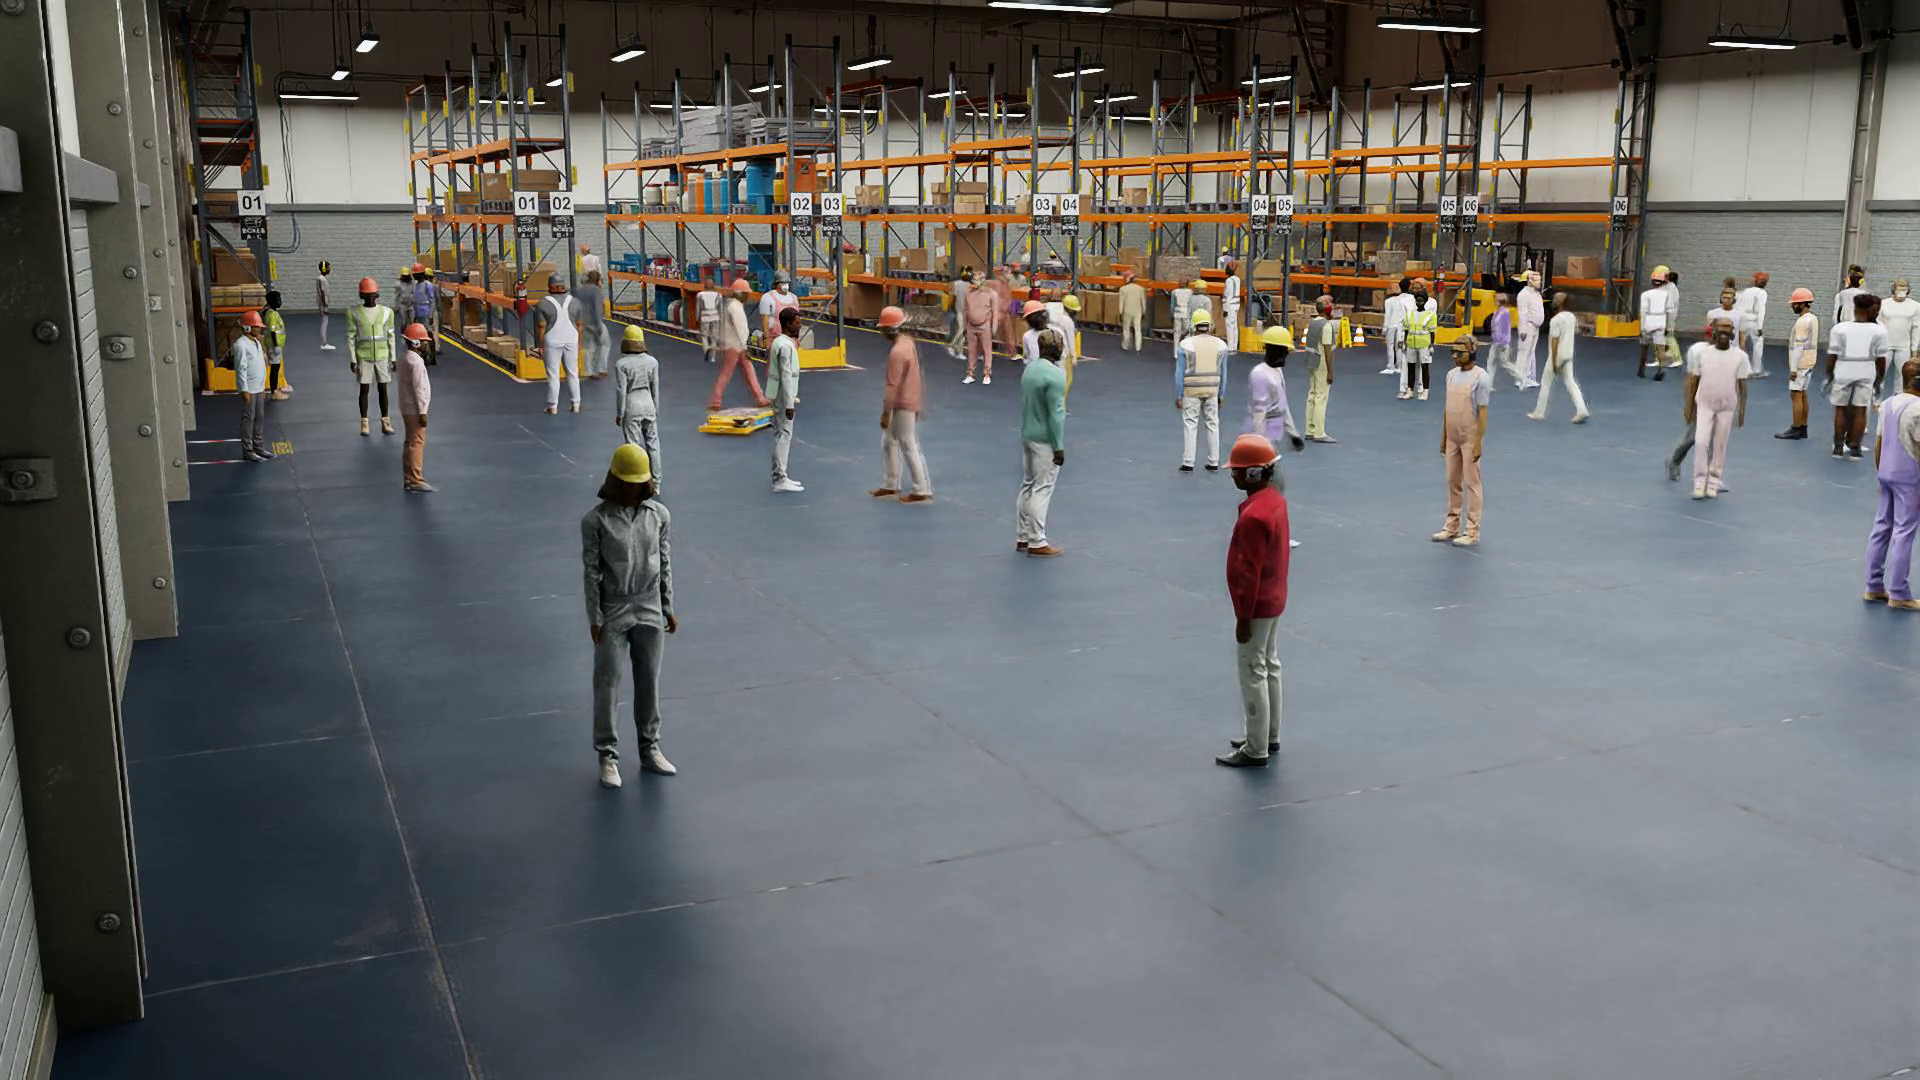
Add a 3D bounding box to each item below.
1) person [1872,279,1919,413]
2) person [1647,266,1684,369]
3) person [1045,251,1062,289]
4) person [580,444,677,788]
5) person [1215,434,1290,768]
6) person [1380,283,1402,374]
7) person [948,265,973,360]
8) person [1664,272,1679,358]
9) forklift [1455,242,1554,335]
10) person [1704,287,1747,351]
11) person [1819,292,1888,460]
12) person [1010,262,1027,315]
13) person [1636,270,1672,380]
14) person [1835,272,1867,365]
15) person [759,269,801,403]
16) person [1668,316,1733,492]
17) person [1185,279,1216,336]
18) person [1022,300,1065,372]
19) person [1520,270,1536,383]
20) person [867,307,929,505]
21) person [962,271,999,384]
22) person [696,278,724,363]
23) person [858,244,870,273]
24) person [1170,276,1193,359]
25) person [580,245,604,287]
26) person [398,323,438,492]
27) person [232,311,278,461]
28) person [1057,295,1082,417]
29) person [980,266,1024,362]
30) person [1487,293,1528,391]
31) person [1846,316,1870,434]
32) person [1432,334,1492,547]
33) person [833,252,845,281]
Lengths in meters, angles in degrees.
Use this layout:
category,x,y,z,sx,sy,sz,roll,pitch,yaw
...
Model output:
category,x,y,z,sx,sy,sz,roll,pitch,yaw
person,13.464,-2.785,23.964,0.628,1.933,0.367,4,12,19
person,13.197,-4.153,31.002,0.572,1.898,0.766,0,11,-1
person,2.761,-7.686,49.291,0.524,1.770,0.315,3,12,17
person,-1.656,0.373,8.416,0.484,1.735,0.309,-8,14,-36
person,1.523,0.314,8.697,0.354,1.743,0.572,5,12,23
person,7.778,-3.803,29.894,0.507,1.631,0.266,-8,14,-35
person,0.048,-4.474,32.759,0.403,1.846,0.559,10,15,42
person,14.192,-4.507,33.310,0.321,1.697,0.535,0,11,-2
forklift,13.047,-6.049,39.881,2.313,2.155,1.214,-5,12,-23
person,10.677,-2.603,23.260,0.517,1.843,0.325,6,13,28
person,10.444,-1.909,19.452,0.663,1.965,0.395,5,12,23
person,1.332,-5.822,40.001,0.572,1.699,0.919,-3,12,-17
person,12.053,-3.716,28.821,0.551,1.901,0.988,1,11,5
person,15.514,-3.727,28.945,0.335,1.860,0.508,-7,13,-31
person,-2.660,-3.067,25.118,0.673,2.000,0.535,-10,15,-42
person,7.843,-1.450,17.486,0.577,1.822,0.853,-1,11,-6
person,4.254,-3.808,29.731,0.868,1.701,0.487,-10,15,-42
person,0.972,-1.824,19.213,0.585,1.880,0.710,5,12,24
person,9.550,-3.563,27.957,0.378,1.917,0.584,3,12,17
person,-0.675,-1.310,16.391,0.818,1.956,0.630,2,11,9
person,0.322,-3.578,28.069,0.639,1.904,0.402,5,12,24
person,-4.813,-4.219,32.006,0.546,1.622,0.437,-3,11,-13
person,-3.038,-8.386,52.442,0.373,1.924,0.594,4,12,20
person,4.411,-4.390,32.870,0.524,1.636,0.308,5,12,23
person,-10.826,-7.681,48.881,0.686,1.924,0.728,-2,11,-11
person,-5.627,-1.373,17.276,0.360,1.742,0.563,-7,13,-30
person,-8.225,-1.789,19.385,0.350,1.743,0.563,0,11,1
person,1.491,-2.633,23.731,0.333,1.719,0.675,-3,12,-16
person,0.821,-4.377,32.281,0.978,1.844,0.671,6,12,26
person,8.774,-3.173,26.760,0.691,1.615,0.523,0,11,-1
person,11.682,-2.173,21.598,0.522,1.638,0.310,-7,13,-33
person,4.373,-0.868,14.456,0.348,1.841,0.501,-5,12,-24
person,-3.366,-7.363,47.682,0.559,1.752,0.325,-6,13,-28
